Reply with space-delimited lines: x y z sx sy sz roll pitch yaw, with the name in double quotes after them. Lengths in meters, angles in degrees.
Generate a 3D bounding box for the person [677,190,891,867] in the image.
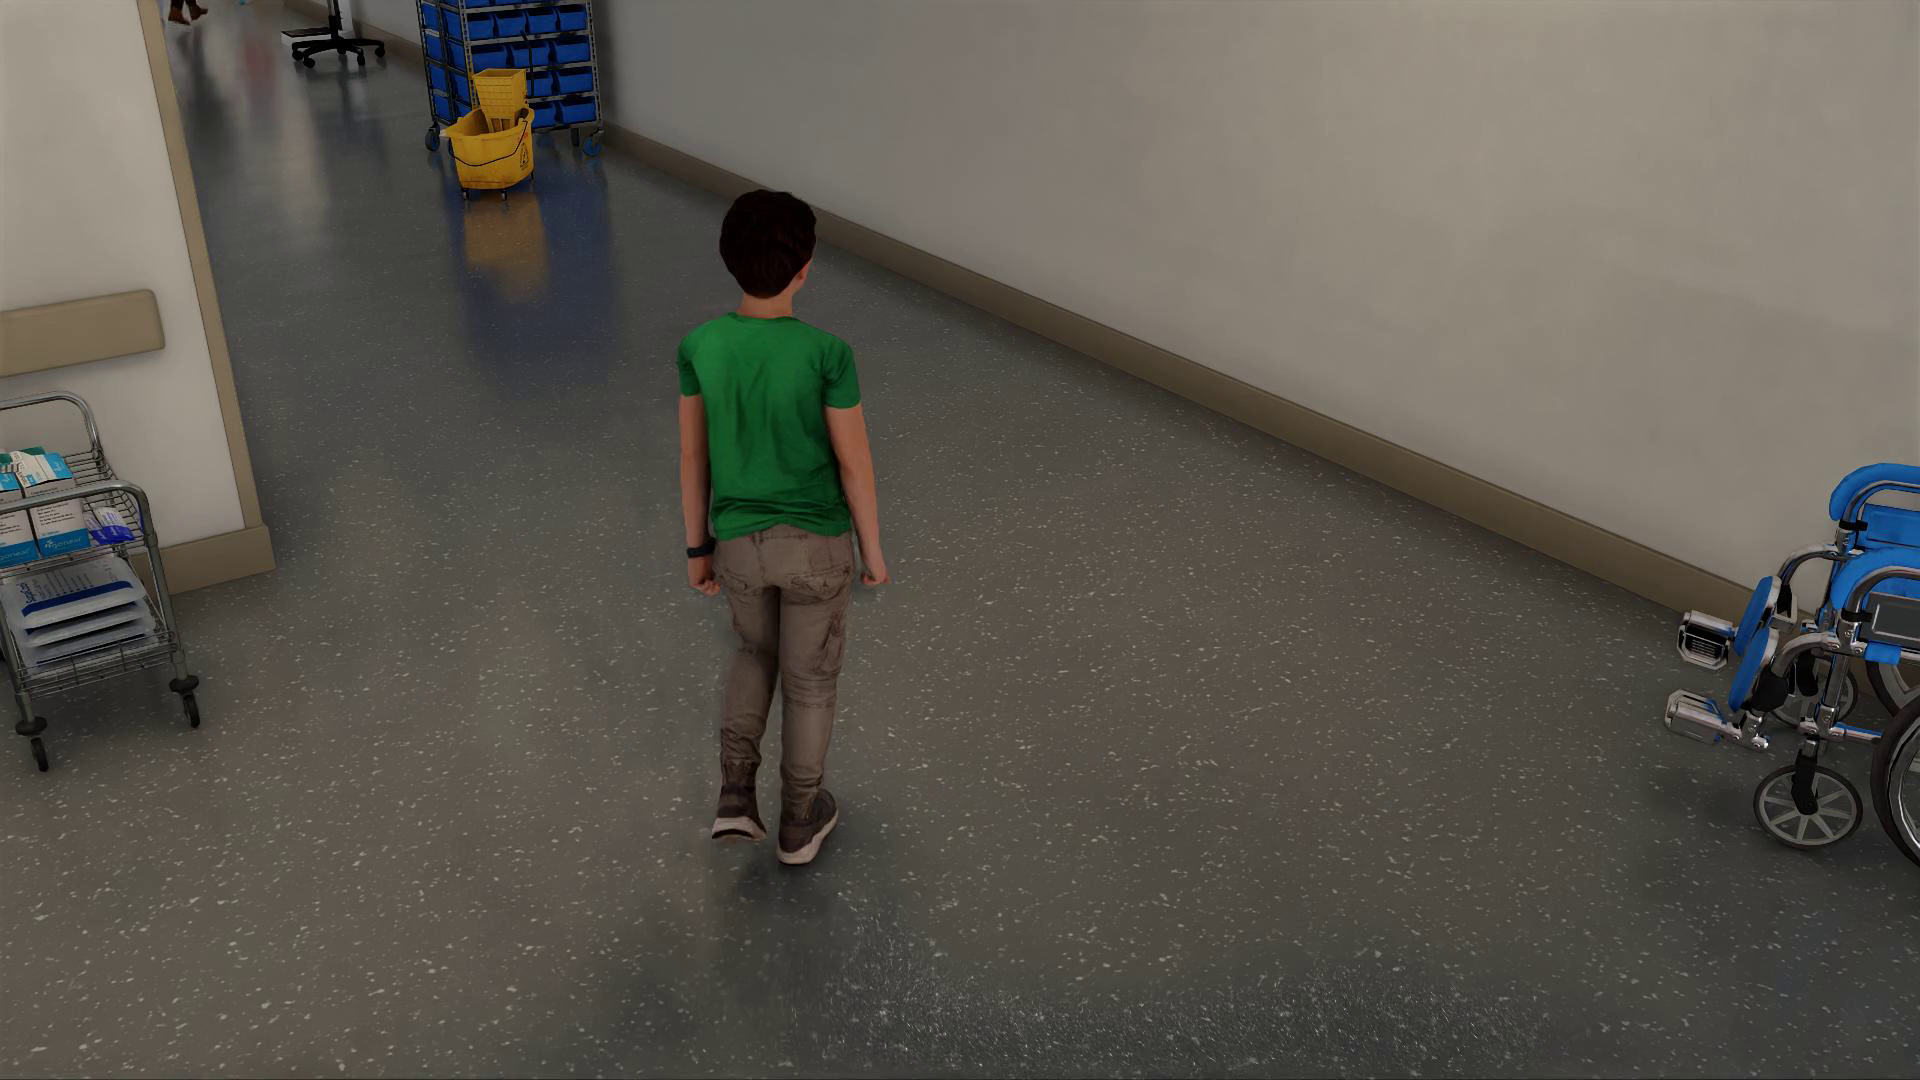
-0.425 0.056 3.733 0.775 1.638 0.844 8 27 15 "person"

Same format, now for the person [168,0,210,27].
-7.380 -5.672 15.548 1.084 1.694 1.135 3 26 7 "person"
